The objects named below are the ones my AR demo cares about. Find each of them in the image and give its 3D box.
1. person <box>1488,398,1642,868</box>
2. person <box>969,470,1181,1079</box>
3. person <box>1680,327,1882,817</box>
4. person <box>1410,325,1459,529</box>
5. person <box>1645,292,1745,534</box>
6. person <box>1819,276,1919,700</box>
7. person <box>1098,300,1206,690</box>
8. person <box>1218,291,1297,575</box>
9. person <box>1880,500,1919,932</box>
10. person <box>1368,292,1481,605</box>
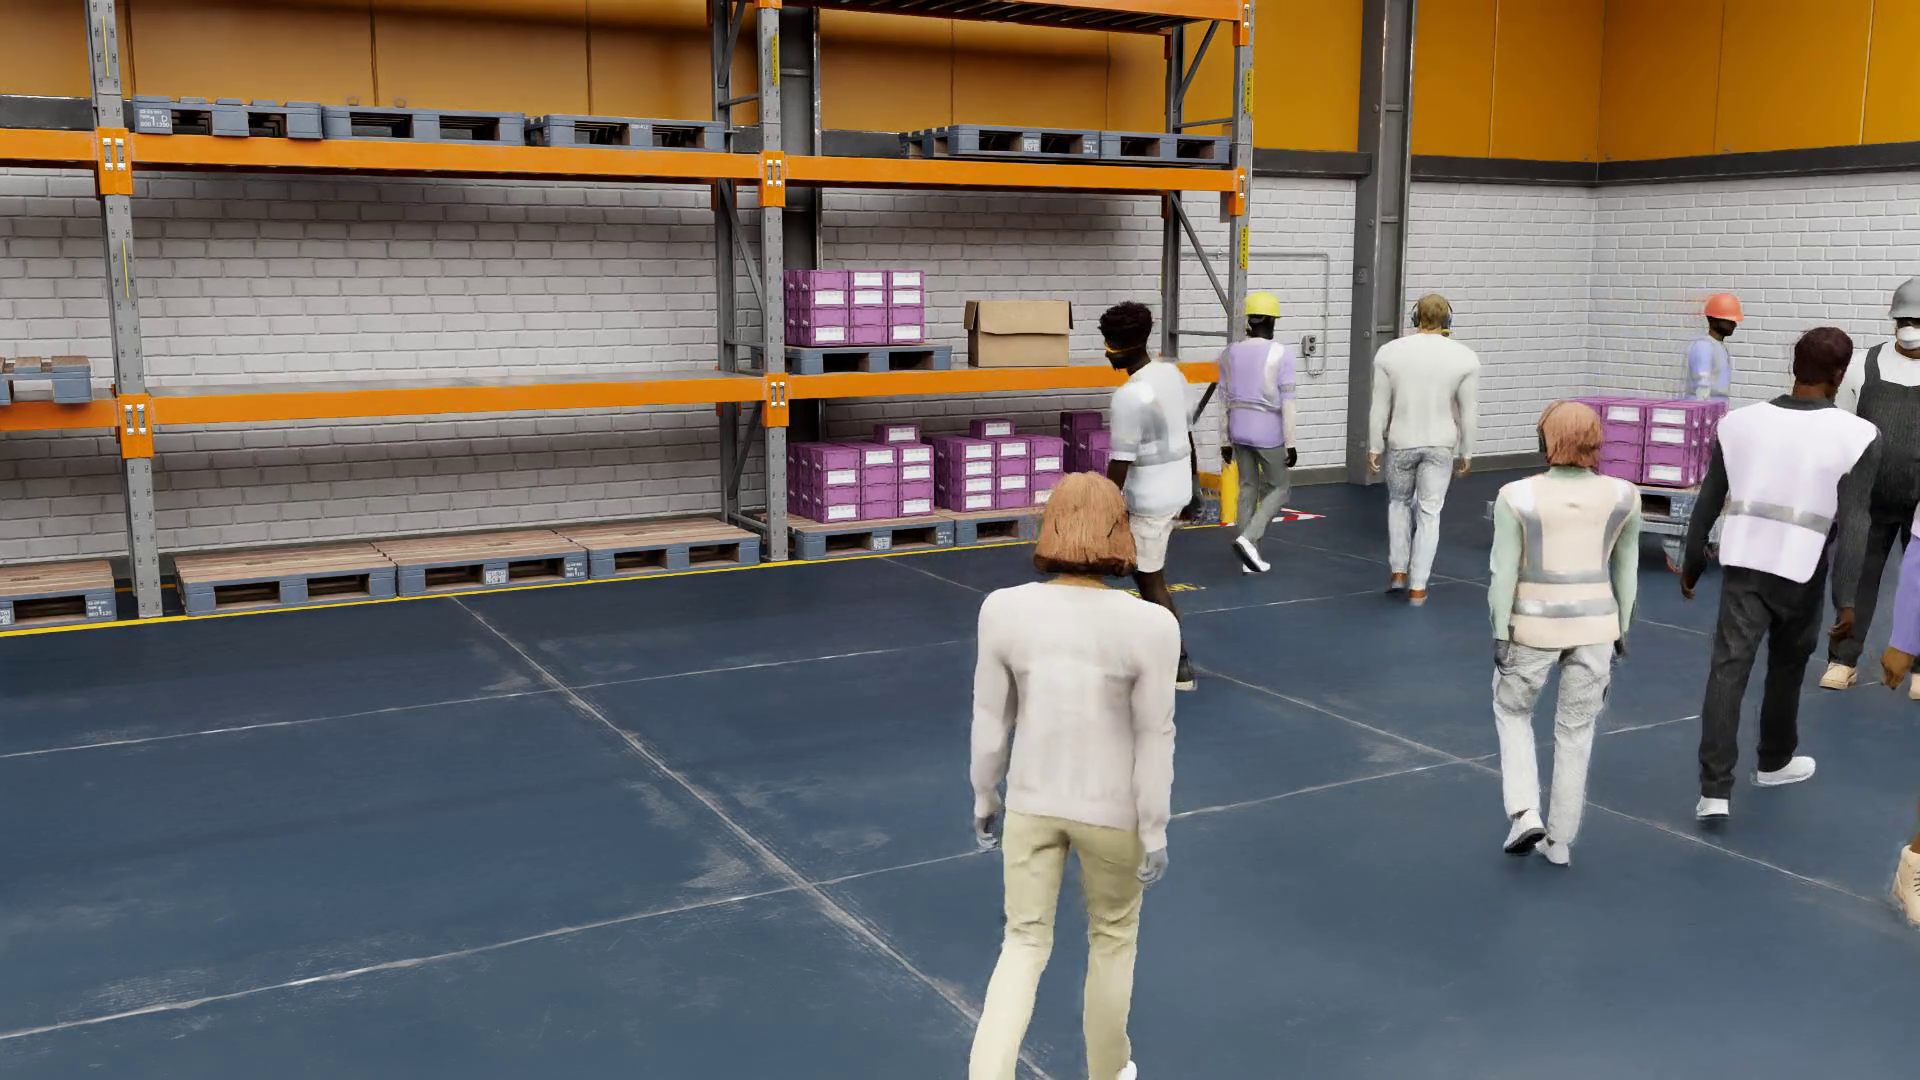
[{"bbox_3d":[2.068,0.328,5.735,0.522,1.627,0.364,1,9,7],"label":"person"},{"bbox_3d":[0.234,0.648,3.846,0.508,1.608,0.731,4,10,21],"label":"person"},{"bbox_3d":[3.077,0.122,6.335,0.706,1.858,1.022,9,13,42],"label":"person"},{"bbox_3d":[3.587,-0.900,12.867,0.627,1.740,0.521,-7,12,-38],"label":"person"},{"bbox_3d":[5.605,-0.935,12.664,0.927,1.897,0.546,8,12,42],"label":"person"},{"bbox_3d":[4.527,-0.247,7.984,0.688,2.000,0.535,6,11,34],"label":"person"},{"bbox_3d":[0.913,-0.202,8.091,0.513,1.913,0.697,5,10,27],"label":"person"},{"bbox_3d":[1.978,-0.698,11.107,0.619,1.911,0.475,9,13,42],"label":"person"},{"bbox_3d":[3.152,0.294,4.888,0.633,1.971,0.927,-2,9,-11],"label":"person"},{"bbox_3d":[2.873,-0.568,10.303,0.650,1.917,0.567,3,10,18],"label":"person"}]
